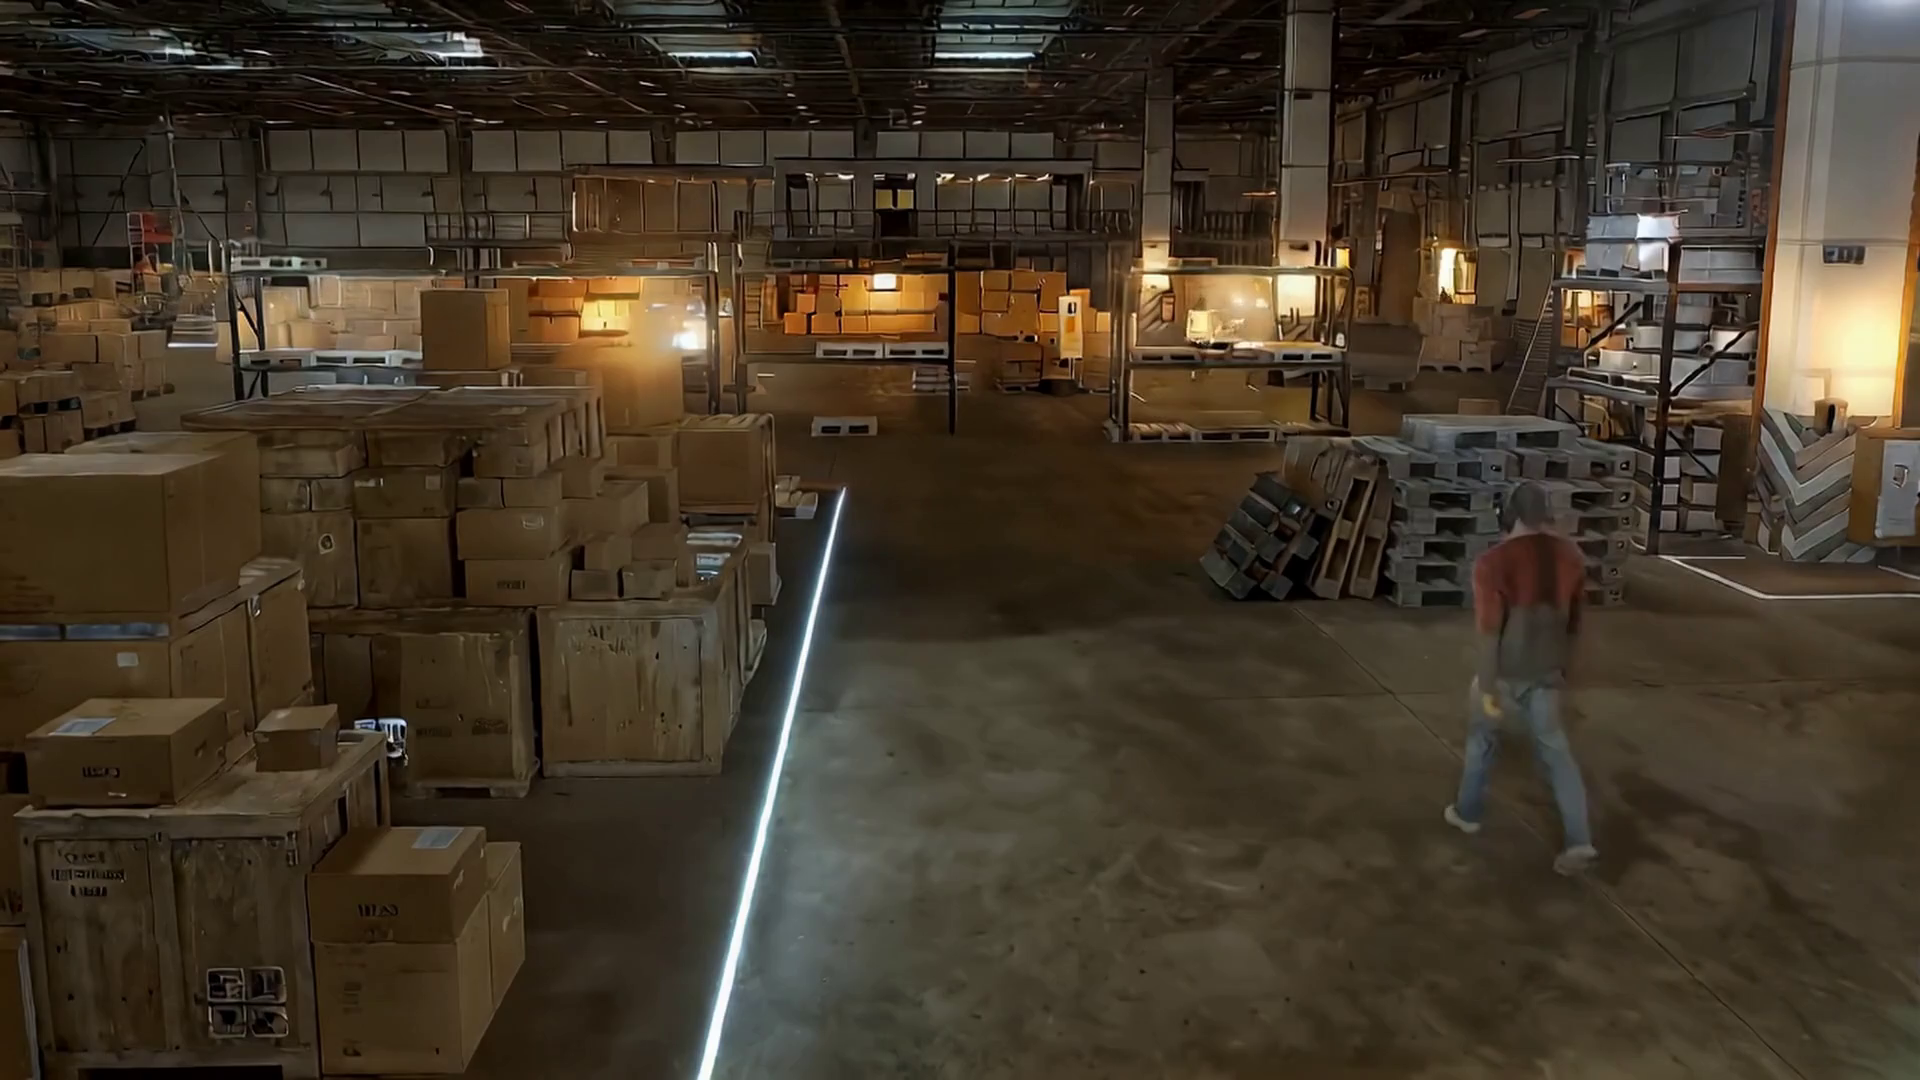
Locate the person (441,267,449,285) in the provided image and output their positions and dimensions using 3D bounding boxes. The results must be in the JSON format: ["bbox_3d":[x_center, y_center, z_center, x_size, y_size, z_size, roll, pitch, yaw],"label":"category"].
[{"bbox_3d":[-22.989,-11.231,74.332,0.355,1.882,0.575,-8,13,-37],"label":"person"}]

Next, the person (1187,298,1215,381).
[{"bbox_3d":[5.307,-4.413,36.588,0.634,1.807,0.940,4,11,20],"label":"person"}]

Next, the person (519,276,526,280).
[{"bbox_3d":[-14.979,-8.160,57.064,0.545,1.938,0.362,-2,10,-9],"label":"person"}]

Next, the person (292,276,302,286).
[{"bbox_3d":[-25.621,-9.386,64.452,0.537,1.741,0.746,3,11,17],"label":"person"}]

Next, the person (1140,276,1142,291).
[{"bbox_3d":[6.141,-8.072,56.650,0.776,1.913,0.552,0,10,0],"label":"person"}]

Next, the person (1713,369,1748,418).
[{"bbox_3d":[9.509,-1.547,20.488,0.582,1.850,0.939,-7,12,-34],"label":"person"}]

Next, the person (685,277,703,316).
[{"bbox_3d":[-7.904,-6.783,49.256,0.620,2.001,0.802,0,10,1],"label":"person"}]

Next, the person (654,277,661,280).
[{"bbox_3d":[-9.475,-7.253,52.018,0.372,1.936,0.629,-8,13,-39],"label":"person"}]

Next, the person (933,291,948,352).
[{"bbox_3d":[-0.428,-5.158,40.672,0.533,1.831,0.990,-3,11,-17],"label":"person"}]

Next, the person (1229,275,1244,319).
[{"bbox_3d":[10.053,-8.729,60.566,0.631,1.827,0.631,-8,13,-39],"label":"person"}]

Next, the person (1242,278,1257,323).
[{"bbox_3d":[10.677,-8.809,61.280,0.529,1.717,0.935,-9,13,-40],"label":"person"}]

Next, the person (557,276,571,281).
[{"bbox_3d":[-17.654,-11.205,74.191,0.613,1.883,0.953,-2,10,-9],"label":"person"}]

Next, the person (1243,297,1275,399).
[{"bbox_3d":[5.793,-3.732,32.307,0.626,1.975,0.591,-1,10,-7],"label":"person"}]

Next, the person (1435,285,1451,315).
[{"bbox_3d":[15.385,-7.318,53.092,0.541,1.674,0.707,-1,10,-5],"label":"person"}]

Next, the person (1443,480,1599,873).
[{"bbox_3d":[2.784,0.652,8.142,0.639,1.895,1.041,-2,10,-12],"label":"person"}]

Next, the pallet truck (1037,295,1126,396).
[{"bbox_3d":[2.483,-3.881,33.060,1.885,1.965,0.823,-7,13,-36],"label":"pallet truck"}]

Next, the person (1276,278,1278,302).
[{"bbox_3d":[13.201,-10.104,67.902,0.640,1.932,0.443,3,11,16],"label":"person"}]

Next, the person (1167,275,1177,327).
[{"bbox_3d":[7.538,-8.613,59.425,0.389,1.992,0.625,1,10,7],"label":"person"}]
